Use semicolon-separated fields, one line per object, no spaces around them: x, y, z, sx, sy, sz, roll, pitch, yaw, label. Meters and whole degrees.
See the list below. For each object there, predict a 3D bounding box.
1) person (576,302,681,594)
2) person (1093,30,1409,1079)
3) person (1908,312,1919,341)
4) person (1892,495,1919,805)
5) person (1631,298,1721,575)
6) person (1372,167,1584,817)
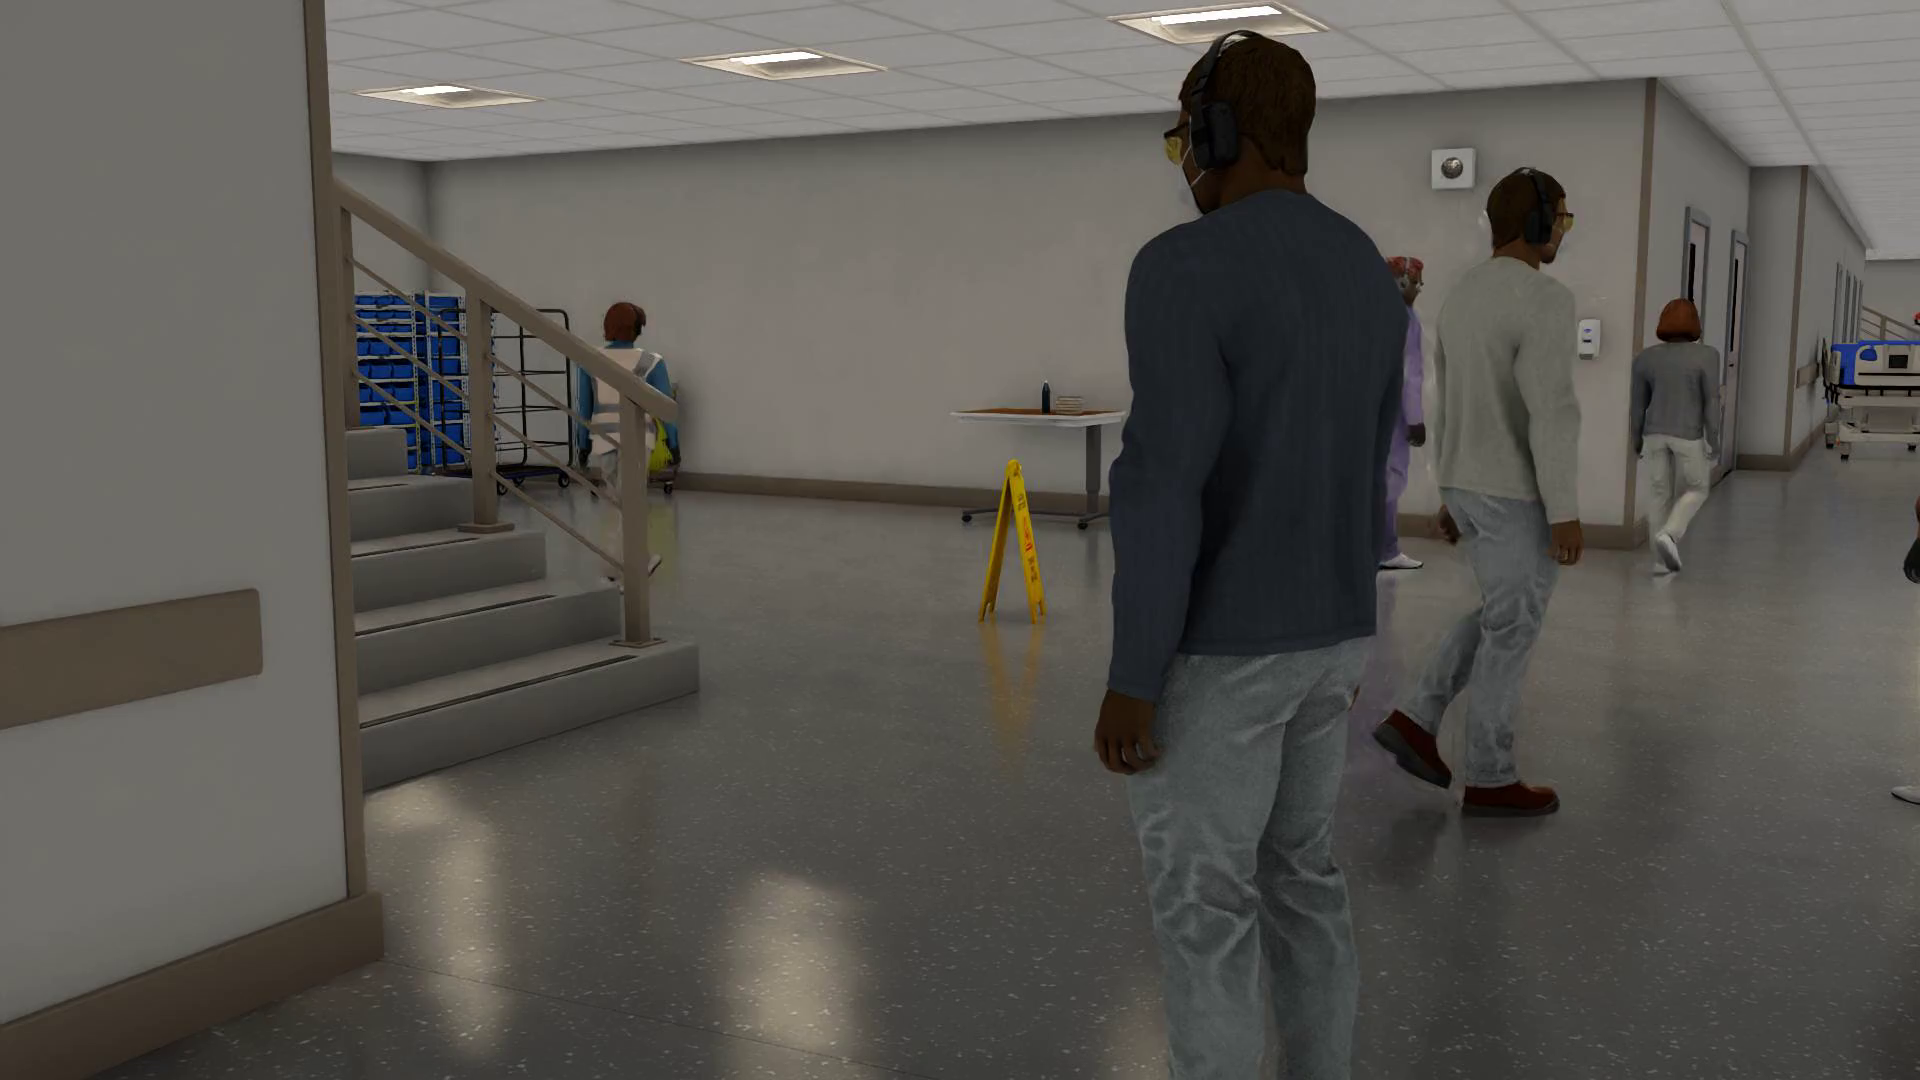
-1.827;-0.516;9.227;0.541;1.584;0.878;2;8;16;person
0.462;0.177;2.643;0.382;1.928;0.635;7;10;43;person
21.930;-4.336;38.071;0.475;1.736;0.574;1;7;6;person
3.092;0.008;5.023;0.523;1.639;0.309;-2;8;-17;person
4.130;-0.586;9.638;0.403;1.618;0.528;-7;10;-44;person
1.593;-0.123;4.920;0.474;1.927;0.625;-1;7;-7;person
